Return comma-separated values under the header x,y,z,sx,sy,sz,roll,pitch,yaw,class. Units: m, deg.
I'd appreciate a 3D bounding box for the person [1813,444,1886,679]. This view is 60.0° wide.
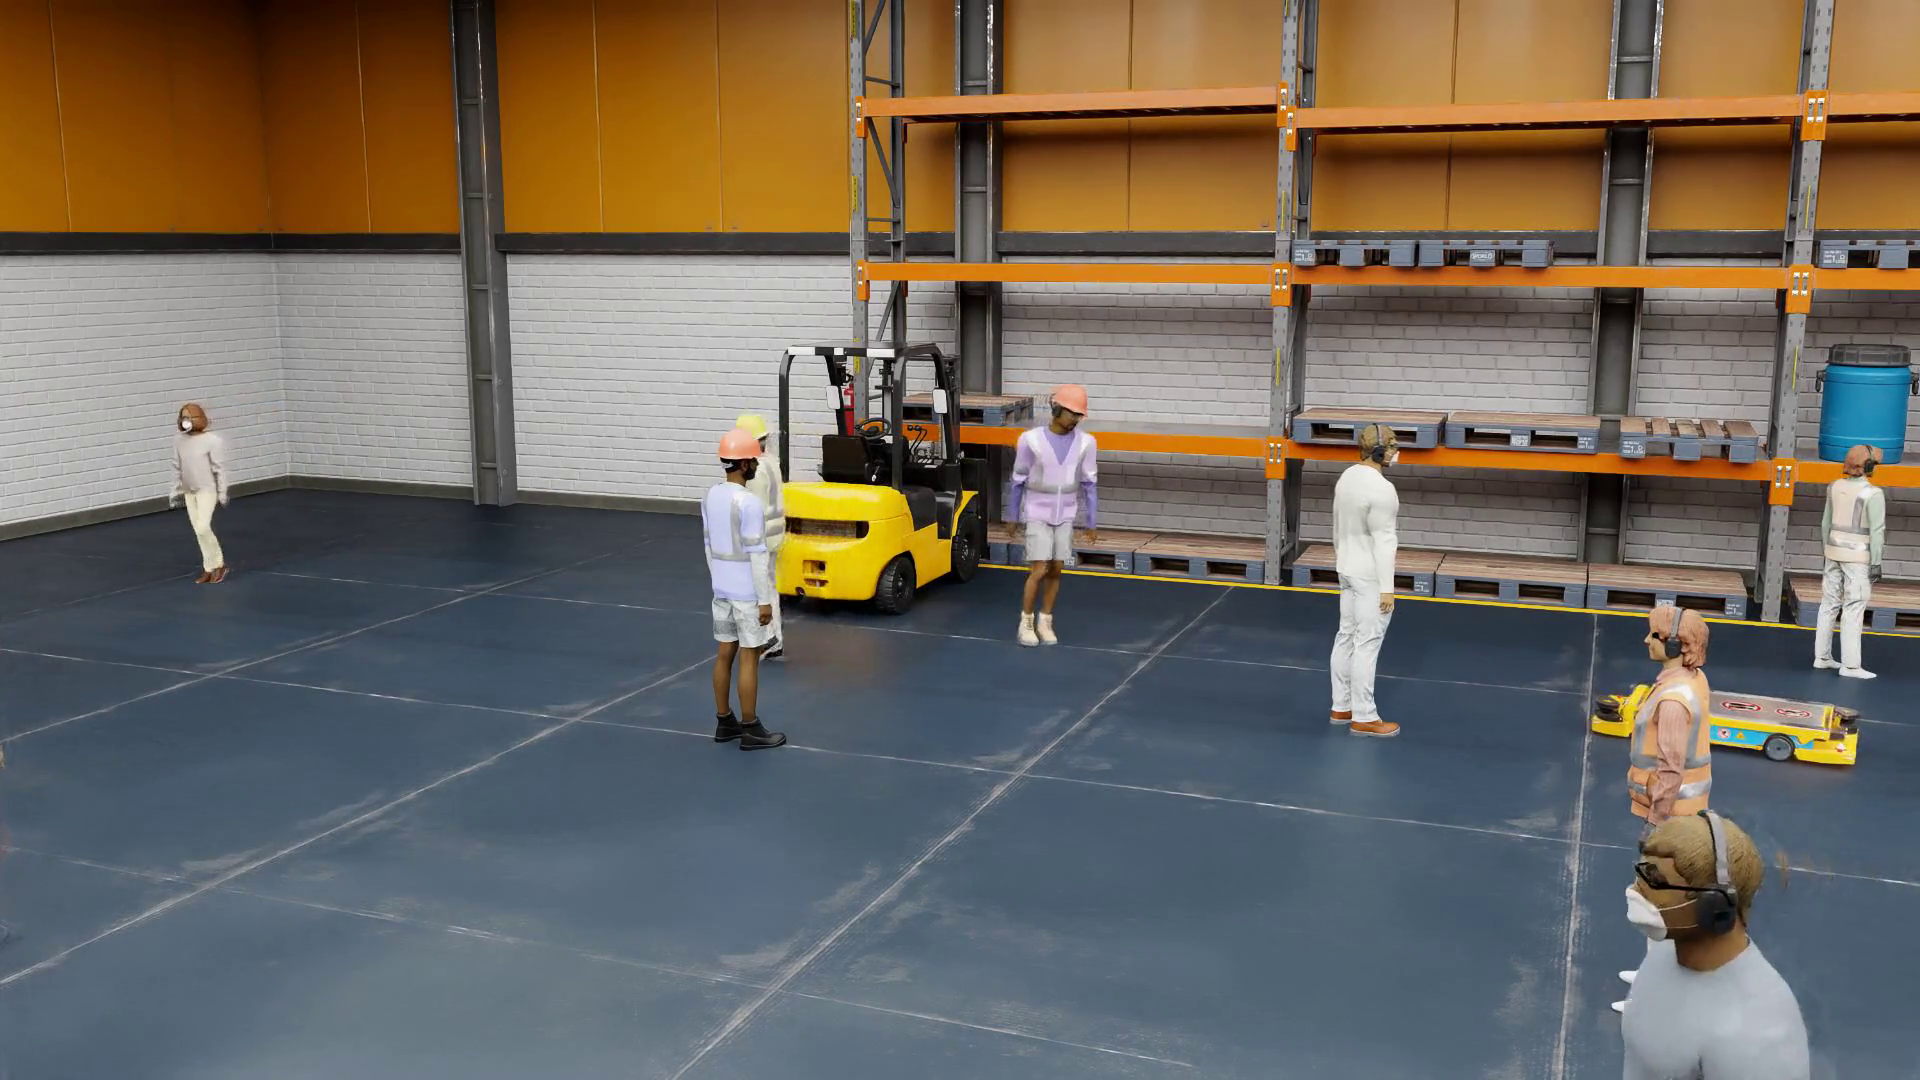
x,y,z,sx,sy,sz,roll,pitch,yaw,class
6.231,0.146,11.629,0.310,1.636,0.523,-2,10,-13,person

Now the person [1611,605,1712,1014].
x,y,z,sx,sy,sz,roll,pitch,yaw,class
2.771,1.061,6.521,0.310,1.642,0.514,6,12,29,person

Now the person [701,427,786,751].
x,y,z,sx,sy,sz,roll,pitch,yaw,class
-1.307,0.293,9.977,0.354,1.939,0.544,-9,14,-42,person

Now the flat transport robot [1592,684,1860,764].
x,y,z,sx,sy,sz,roll,pitch,yaw,class
4.664,1.096,10.142,1.431,0.197,0.652,6,12,29,flat transport robot

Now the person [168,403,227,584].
x,y,z,sx,sy,sz,roll,pitch,yaw,class
-6.745,-0.406,14.735,0.498,1.622,0.418,3,11,18,person

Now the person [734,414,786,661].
x,y,z,sx,sy,sz,roll,pitch,yaw,class
-1.467,0.000,11.935,0.429,1.814,0.617,1,10,3,person

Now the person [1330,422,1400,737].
x,y,z,sx,sy,sz,roll,pitch,yaw,class
2.511,0.241,10.273,0.354,1.939,0.637,-2,10,-12,person

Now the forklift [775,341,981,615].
x,y,z,sx,sy,sz,roll,pitch,yaw,class
-0.739,-0.602,14.246,1.214,2.155,2.313,4,11,21,forklift

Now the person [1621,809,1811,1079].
x,y,z,sx,sy,sz,roll,pitch,yaw,class
1.502,1.482,3.509,1.009,1.885,0.647,1,10,6,person

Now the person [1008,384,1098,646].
x,y,z,sx,sy,sz,roll,pitch,yaw,class
0.705,-0.176,12.413,0.624,1.995,0.613,-3,11,-16,person
